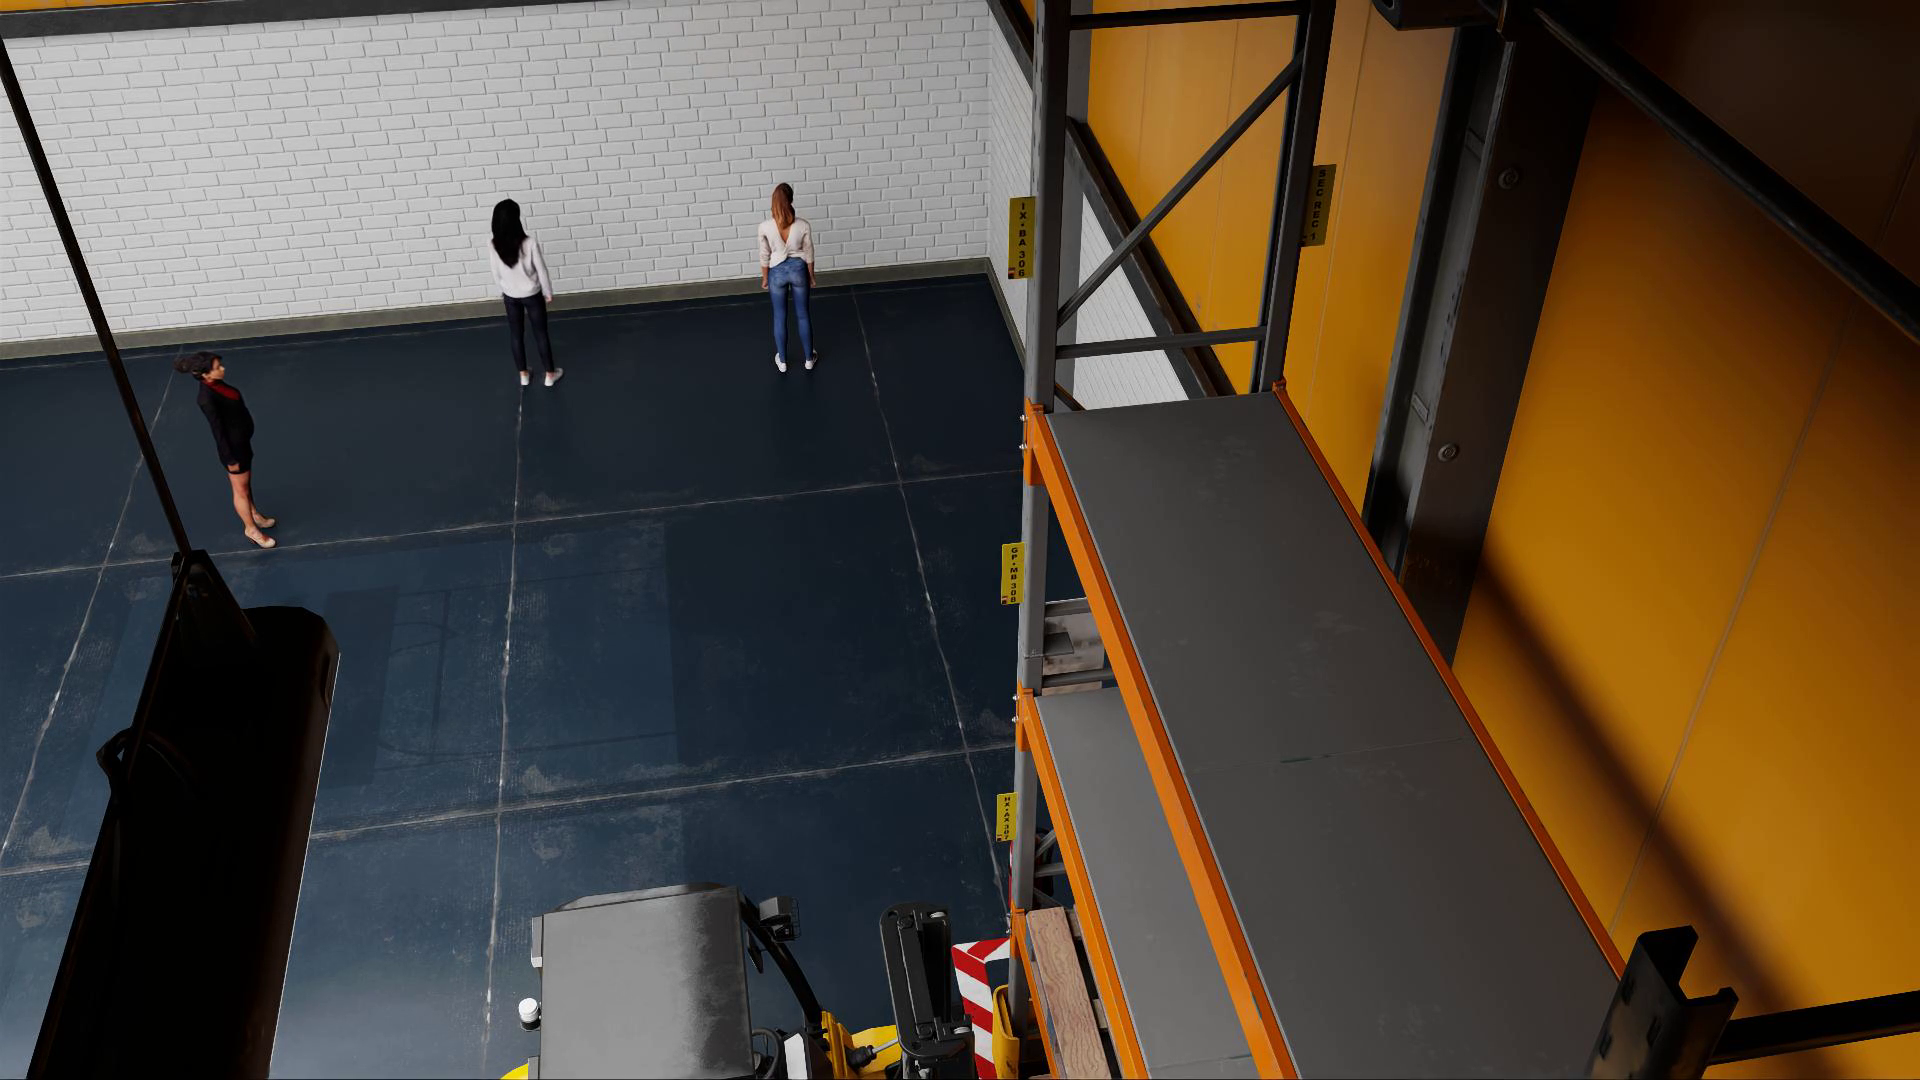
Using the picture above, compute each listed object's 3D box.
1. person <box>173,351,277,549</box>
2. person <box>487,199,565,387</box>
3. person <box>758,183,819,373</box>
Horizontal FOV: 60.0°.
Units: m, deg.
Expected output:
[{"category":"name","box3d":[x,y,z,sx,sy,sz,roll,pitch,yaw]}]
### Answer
[{"category":"person","box3d":[-5.310,-0.670,12.164,0.664,1.640,0.586,-11,40,-13]},{"category":"person","box3d":[-3.648,-2.054,13.849,0.674,1.700,0.632,3,39,4]},{"category":"person","box3d":[-1.446,-2.212,14.030,0.622,1.719,0.524,-4,39,-5]}]
